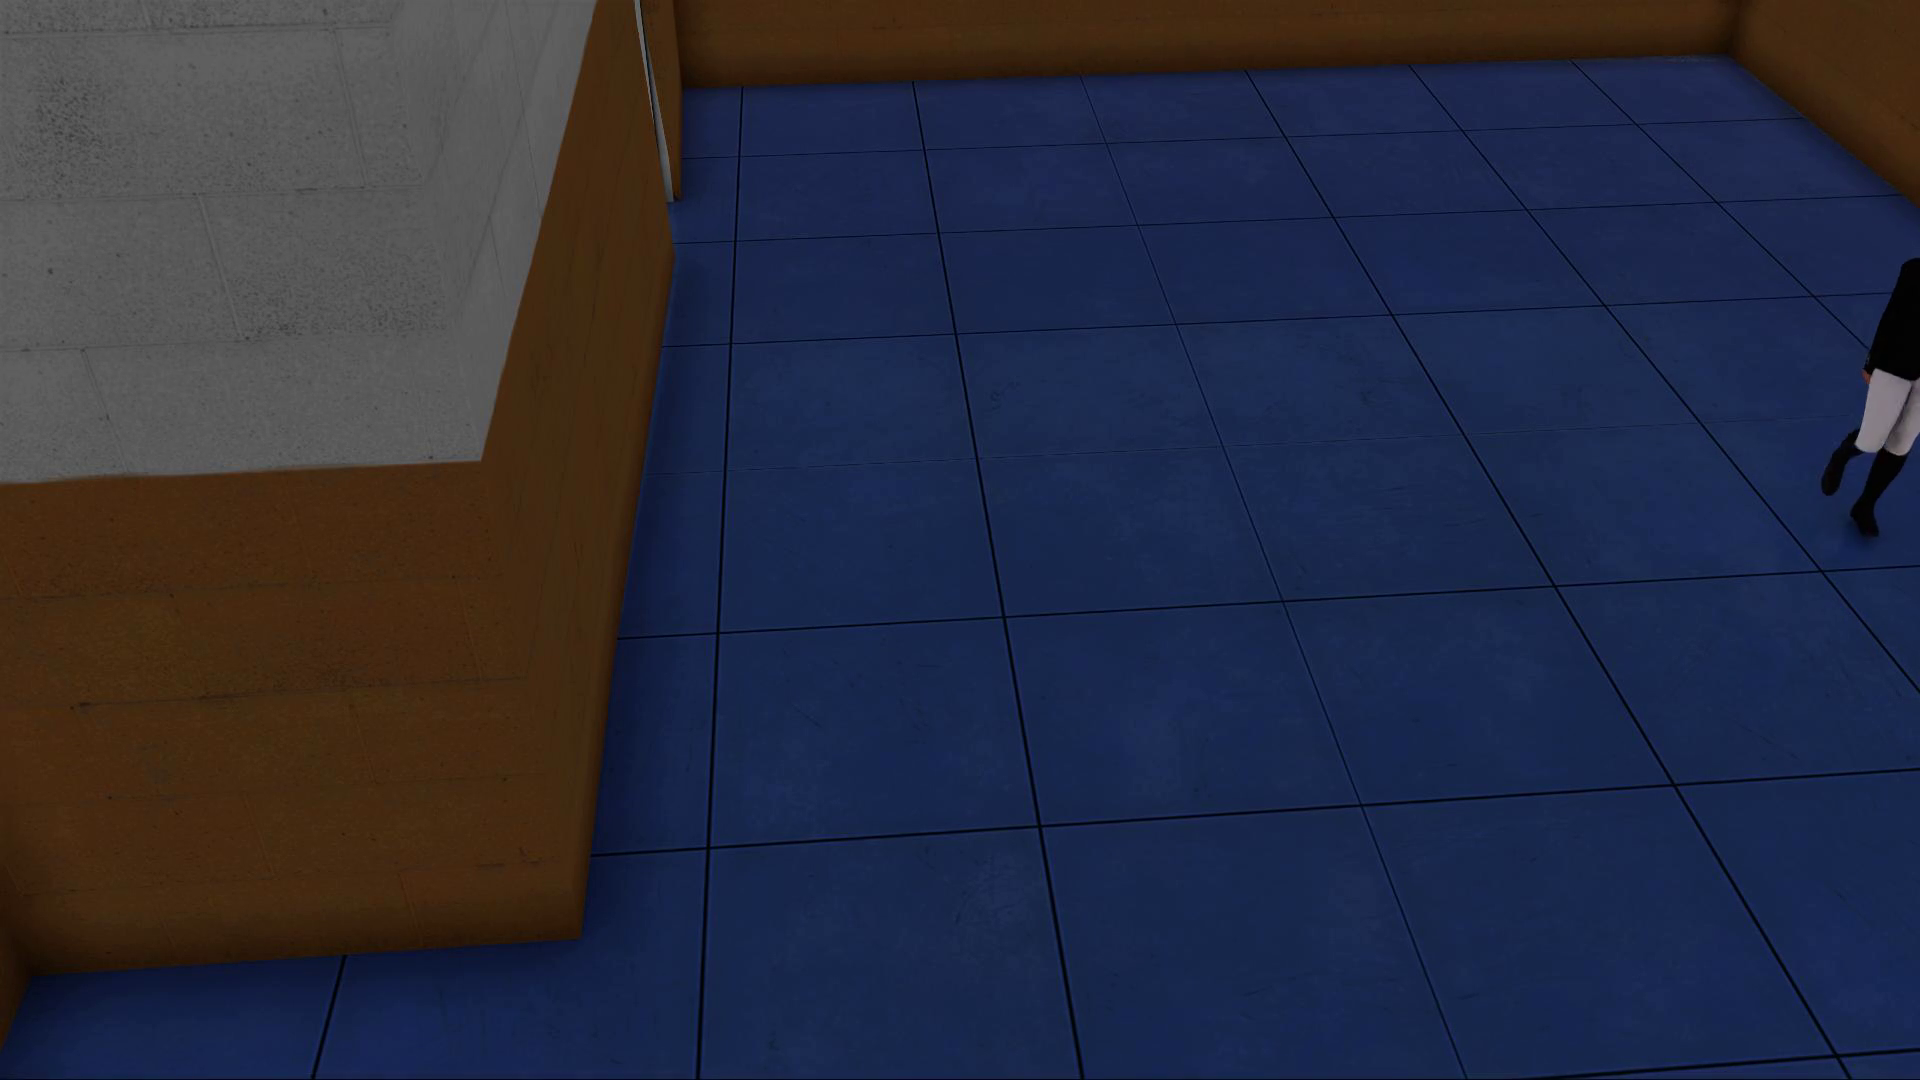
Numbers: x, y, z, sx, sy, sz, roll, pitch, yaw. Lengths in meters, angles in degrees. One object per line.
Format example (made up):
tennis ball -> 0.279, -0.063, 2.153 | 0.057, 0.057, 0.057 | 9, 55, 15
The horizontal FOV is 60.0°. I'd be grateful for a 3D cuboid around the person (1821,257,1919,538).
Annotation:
person -> 4.509, -0.821, 7.926 | 0.700, 1.717, 0.718 | 6, 37, 8
